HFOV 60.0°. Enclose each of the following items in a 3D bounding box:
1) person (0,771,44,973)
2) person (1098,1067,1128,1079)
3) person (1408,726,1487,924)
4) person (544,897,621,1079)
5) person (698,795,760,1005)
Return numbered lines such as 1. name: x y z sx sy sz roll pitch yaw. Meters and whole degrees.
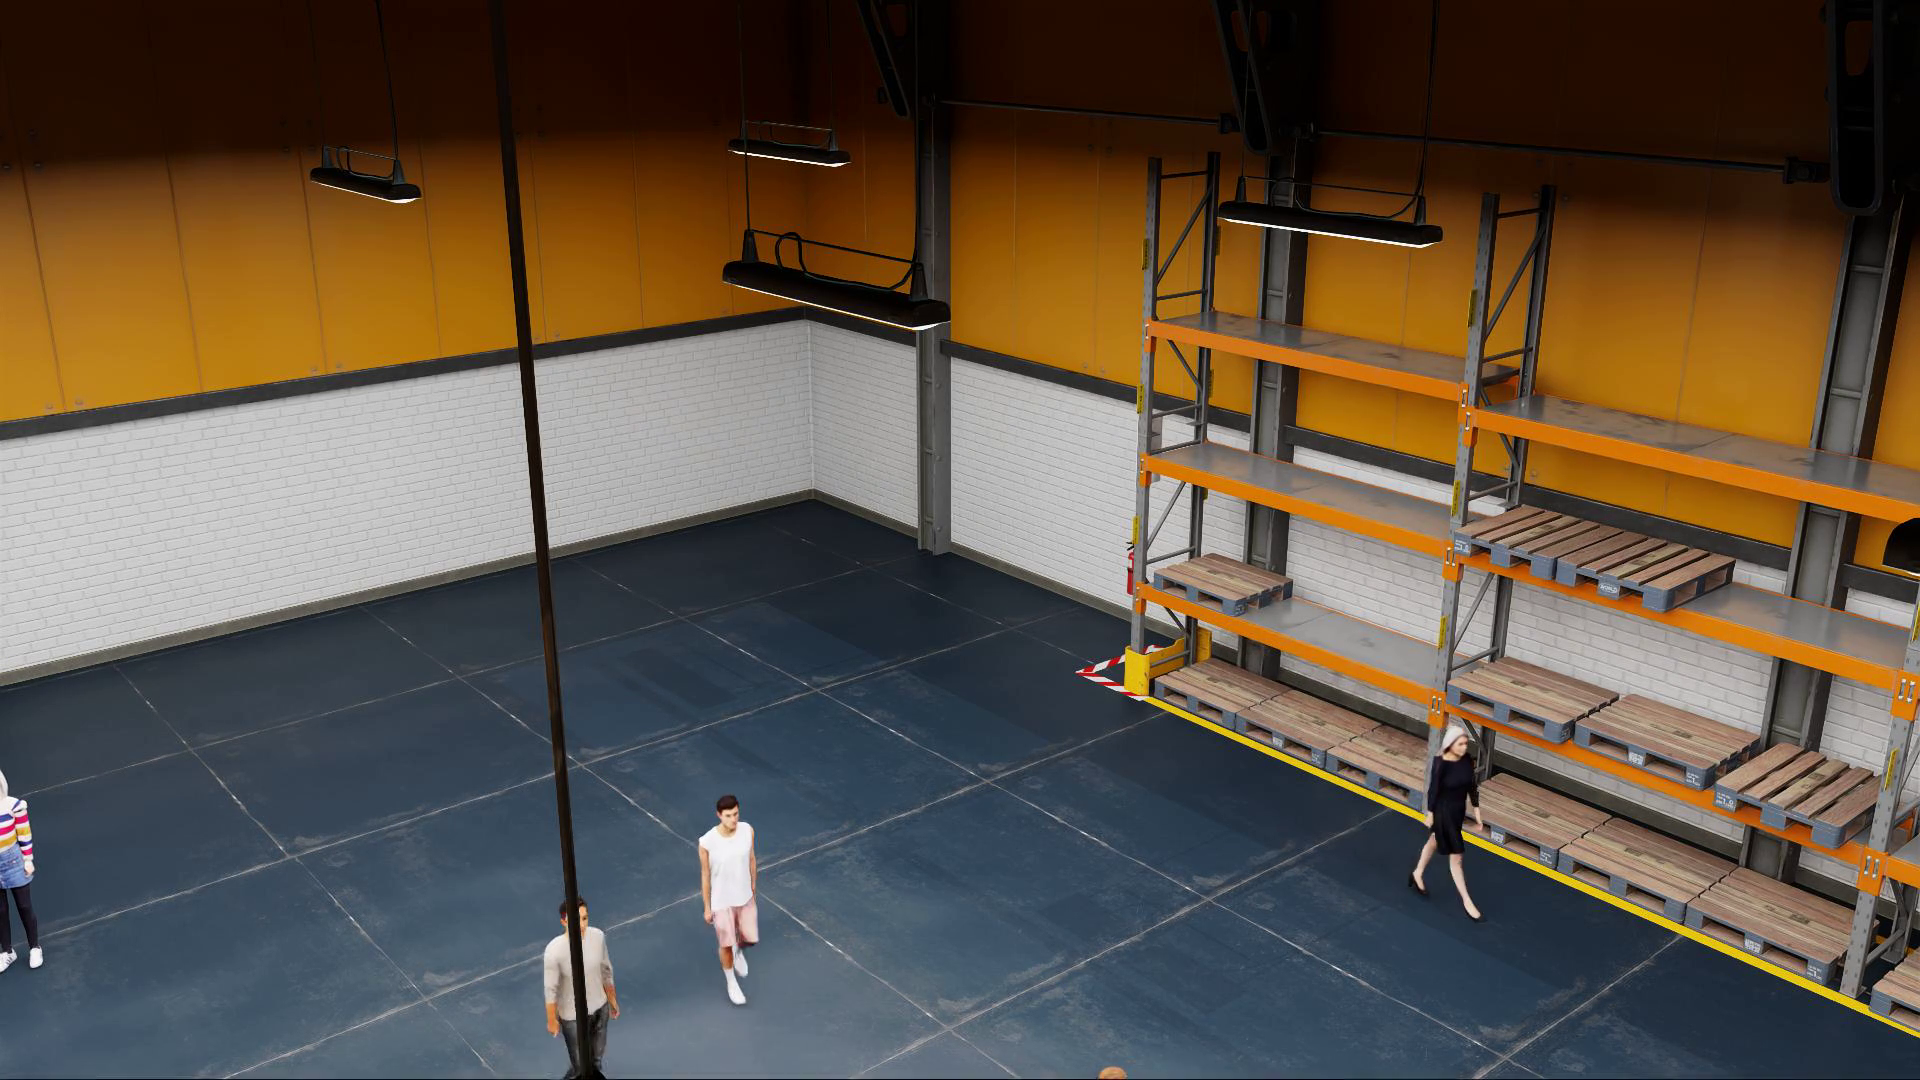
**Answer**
1. person: -7.795 2.651 13.560 0.722 1.809 0.678 -5 19 -15
2. person: 0.935 3.924 10.564 0.569 1.309 0.438 -12 22 -31
3. person: 4.189 2.393 14.493 0.682 1.704 1.160 -11 22 -30
4. person: -2.708 3.282 11.698 0.707 1.801 0.702 15 24 38
5. person: -1.847 2.791 13.194 0.717 1.777 0.830 -9 21 -25
